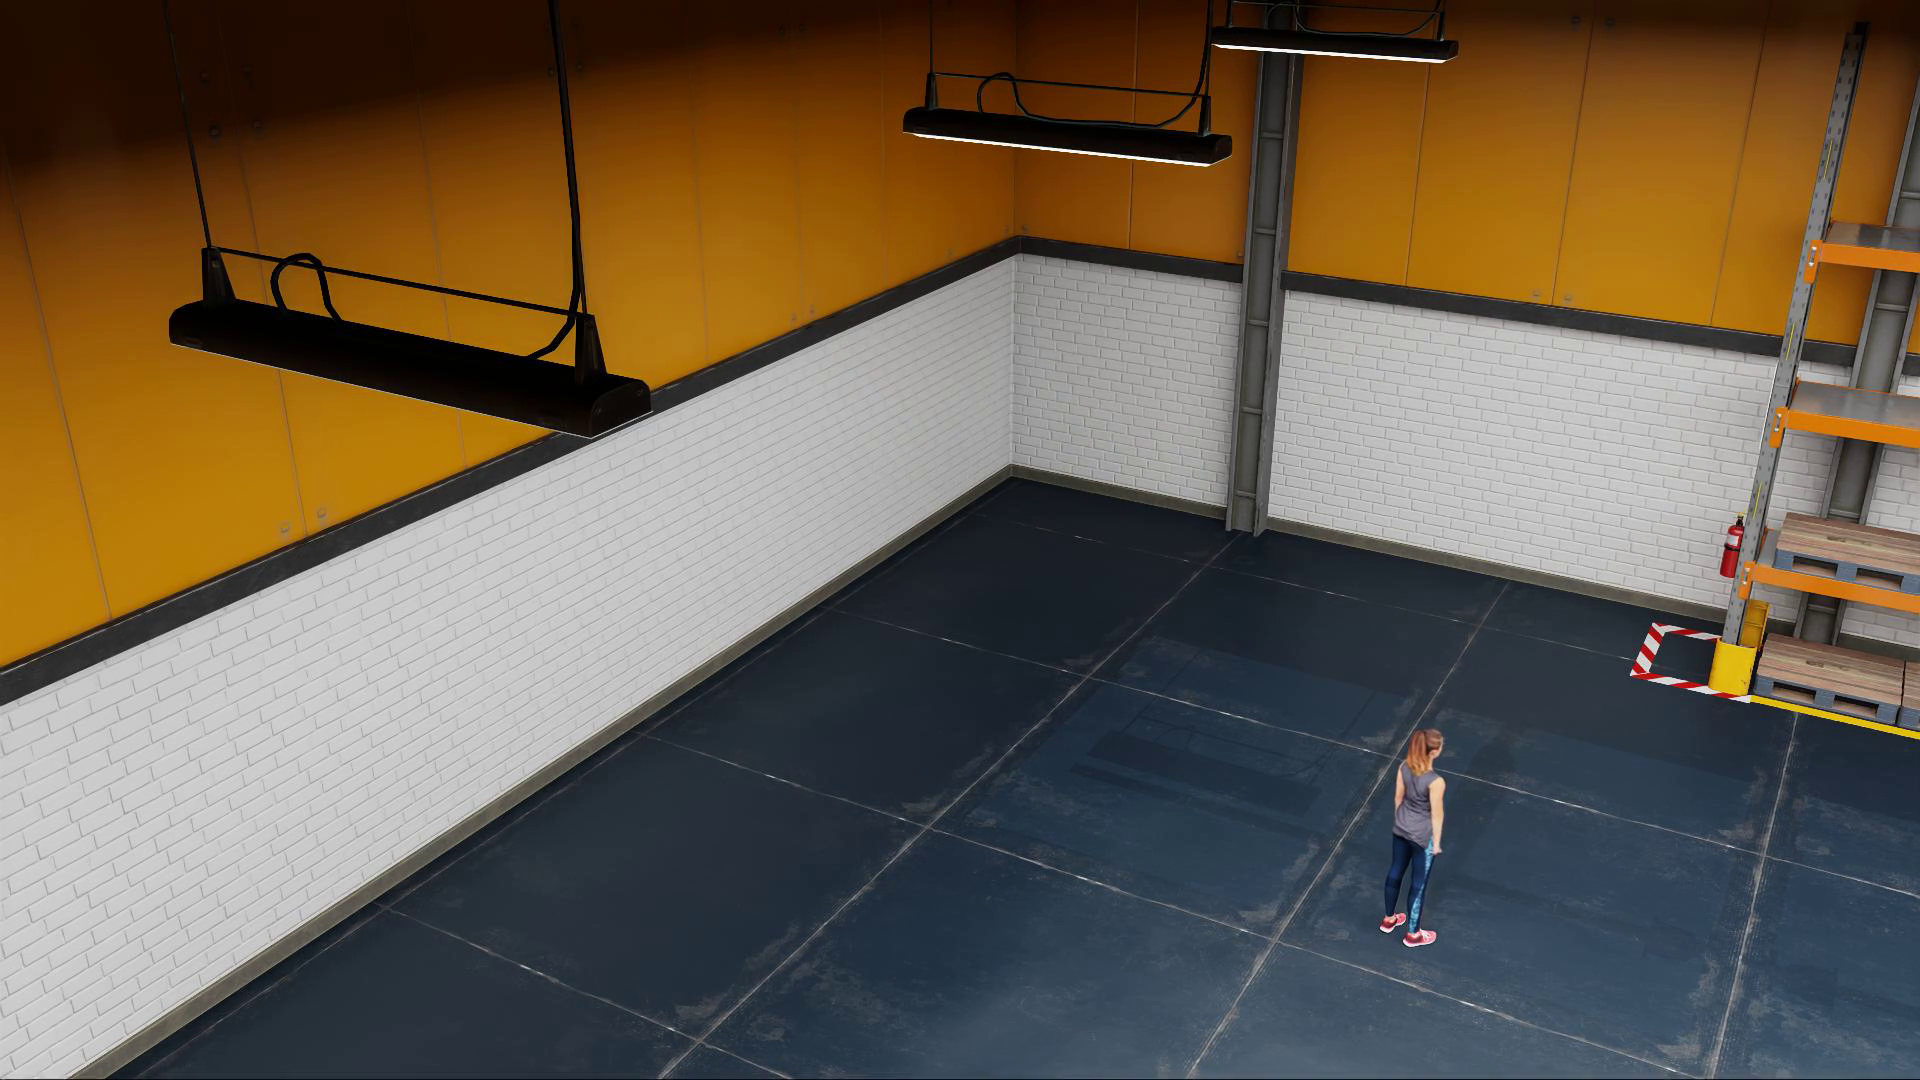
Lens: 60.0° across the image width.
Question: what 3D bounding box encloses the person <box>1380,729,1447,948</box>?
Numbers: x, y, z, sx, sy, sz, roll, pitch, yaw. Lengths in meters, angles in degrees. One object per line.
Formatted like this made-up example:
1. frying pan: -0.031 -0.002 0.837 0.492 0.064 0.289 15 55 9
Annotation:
1. person: 3.291 2.130 12.032 0.715 1.722 0.612 -14 27 -29
